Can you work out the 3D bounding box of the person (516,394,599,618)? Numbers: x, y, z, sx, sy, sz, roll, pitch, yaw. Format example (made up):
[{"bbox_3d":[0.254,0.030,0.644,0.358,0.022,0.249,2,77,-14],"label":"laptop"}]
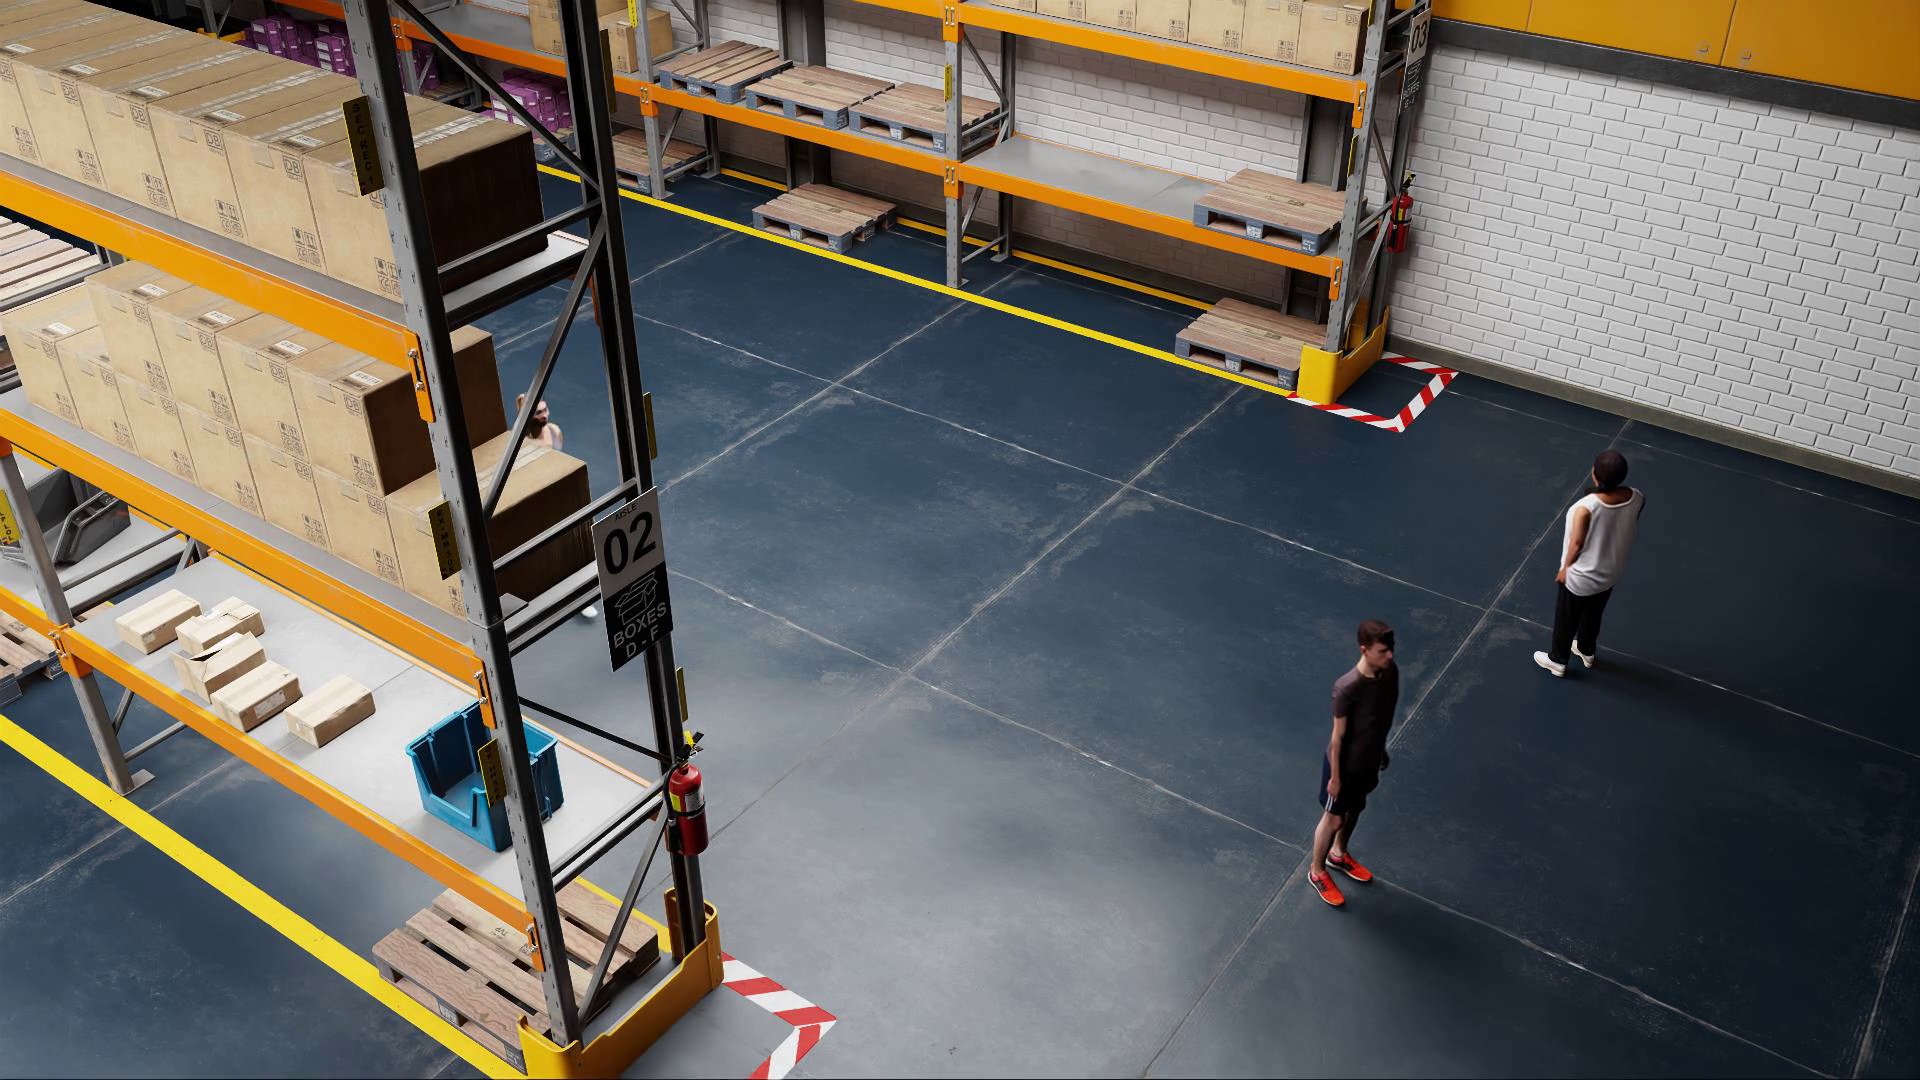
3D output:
[{"bbox_3d":[-2.933,-0.274,11.620,1.117,1.678,0.694,29,43,36],"label":"person"}]

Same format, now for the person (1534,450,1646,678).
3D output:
[{"bbox_3d":[4.155,0.146,10.981,0.764,1.687,0.799,-11,35,-16],"label":"person"}]

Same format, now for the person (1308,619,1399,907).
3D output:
[{"bbox_3d":[2.190,1.205,9.237,0.691,1.853,0.621,-27,42,-34],"label":"person"}]
